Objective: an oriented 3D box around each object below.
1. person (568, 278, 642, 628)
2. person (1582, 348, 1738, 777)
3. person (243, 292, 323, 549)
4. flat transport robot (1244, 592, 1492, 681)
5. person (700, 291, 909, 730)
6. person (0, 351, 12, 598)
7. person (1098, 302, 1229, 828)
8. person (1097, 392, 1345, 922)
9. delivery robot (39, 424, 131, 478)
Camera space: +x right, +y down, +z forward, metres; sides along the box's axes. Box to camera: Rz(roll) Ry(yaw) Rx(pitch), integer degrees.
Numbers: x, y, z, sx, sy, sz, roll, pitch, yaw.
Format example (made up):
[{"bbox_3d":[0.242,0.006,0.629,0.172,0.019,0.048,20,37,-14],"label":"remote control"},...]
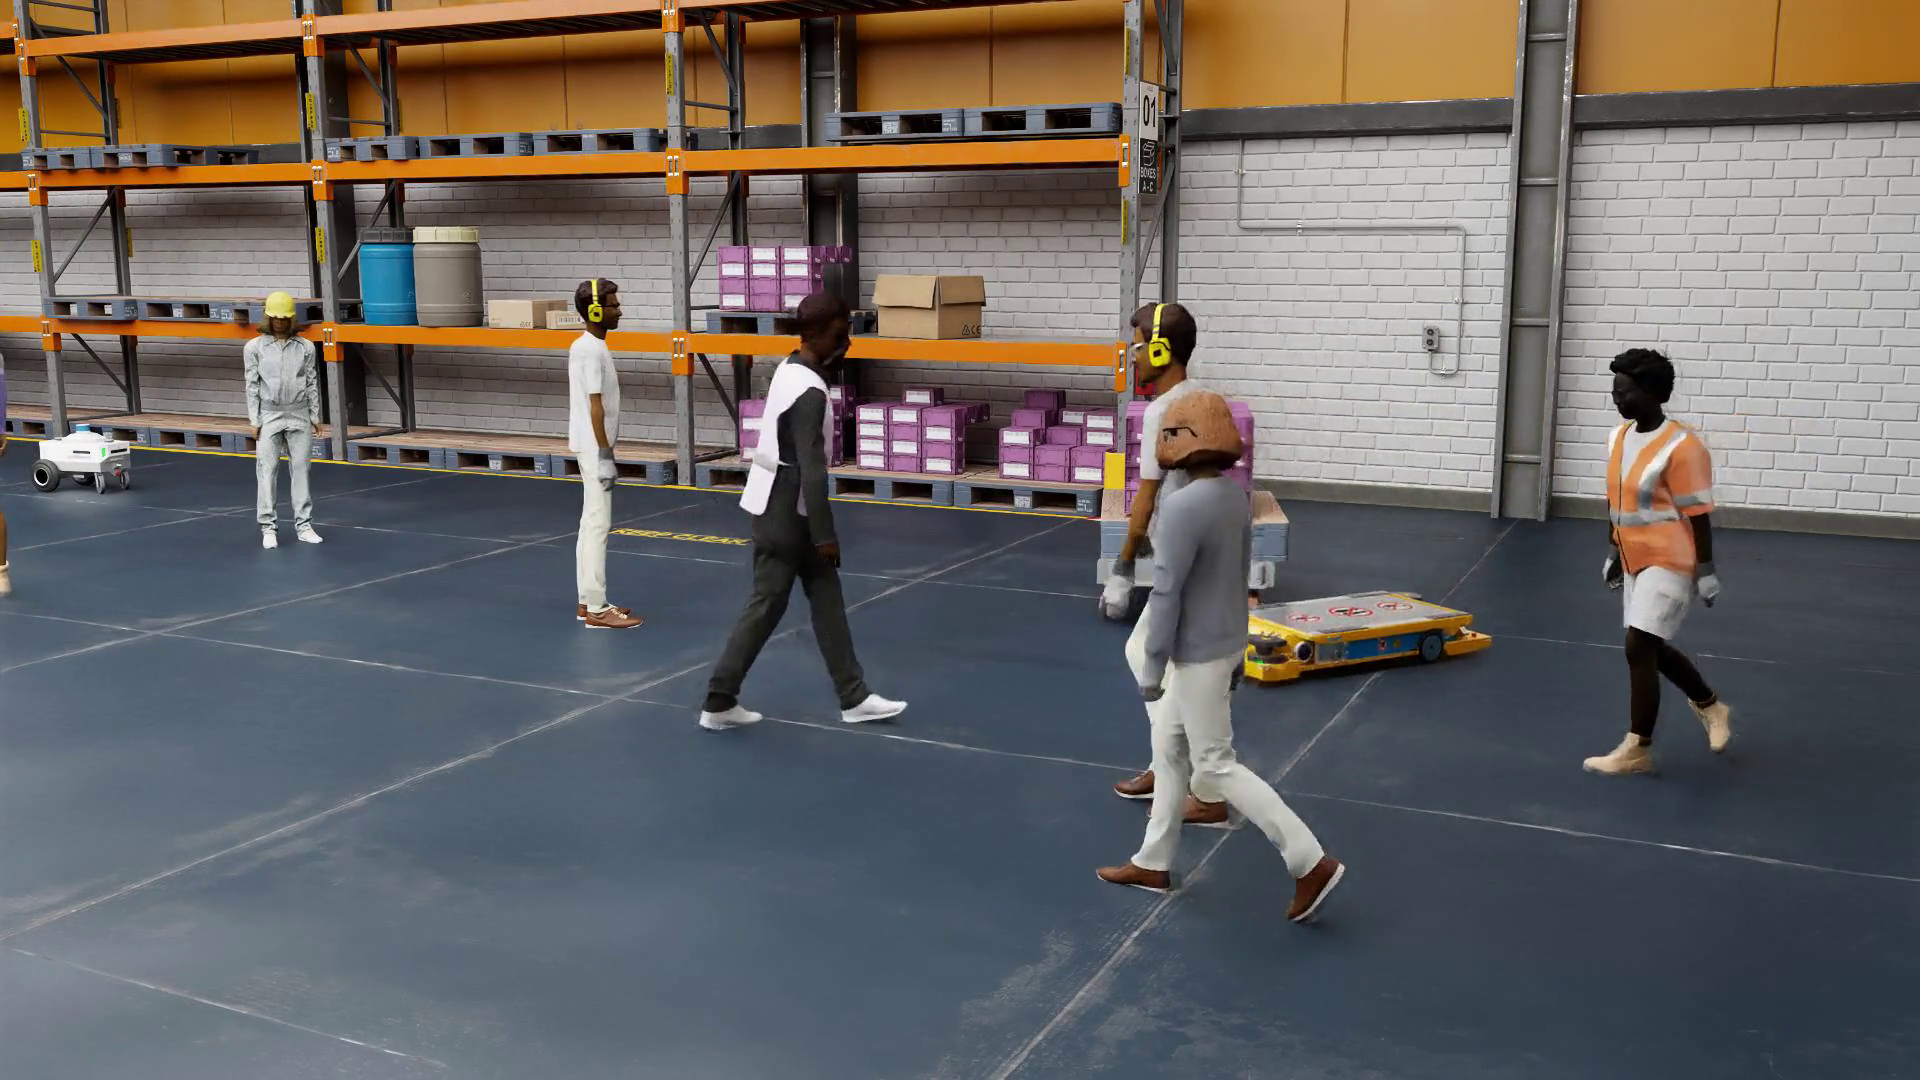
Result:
[{"bbox_3d":[-1.933,-0.462,8.952,0.329,1.871,0.518,-3,10,-19],"label":"person"},{"bbox_3d":[2.775,0.083,6.415,0.665,1.657,0.538,-1,10,-6],"label":"person"},{"bbox_3d":[-4.605,-0.816,11.359,0.483,1.736,0.311,-8,13,-39],"label":"person"},{"bbox_3d":[1.878,0.457,8.256,1.431,0.197,0.652,-5,11,-27],"label":"flat transport robot"},{"bbox_3d":[-0.698,-0.105,6.967,0.891,1.868,0.618,0,10,-3],"label":"person"},{"bbox_3d":[-5.788,-0.647,9.519,0.394,2.040,0.610,7,12,37],"label":"person"},{"bbox_3d":[0.702,0.096,5.843,0.632,1.843,0.507,4,11,23],"label":"person"},{"bbox_3d":[0.806,0.353,5.045,0.761,1.604,0.497,5,11,27],"label":"person"},{"bbox_3d":[-7.356,-0.732,13.987,0.707,0.478,0.477,3,10,16],"label":"delivery robot"}]
